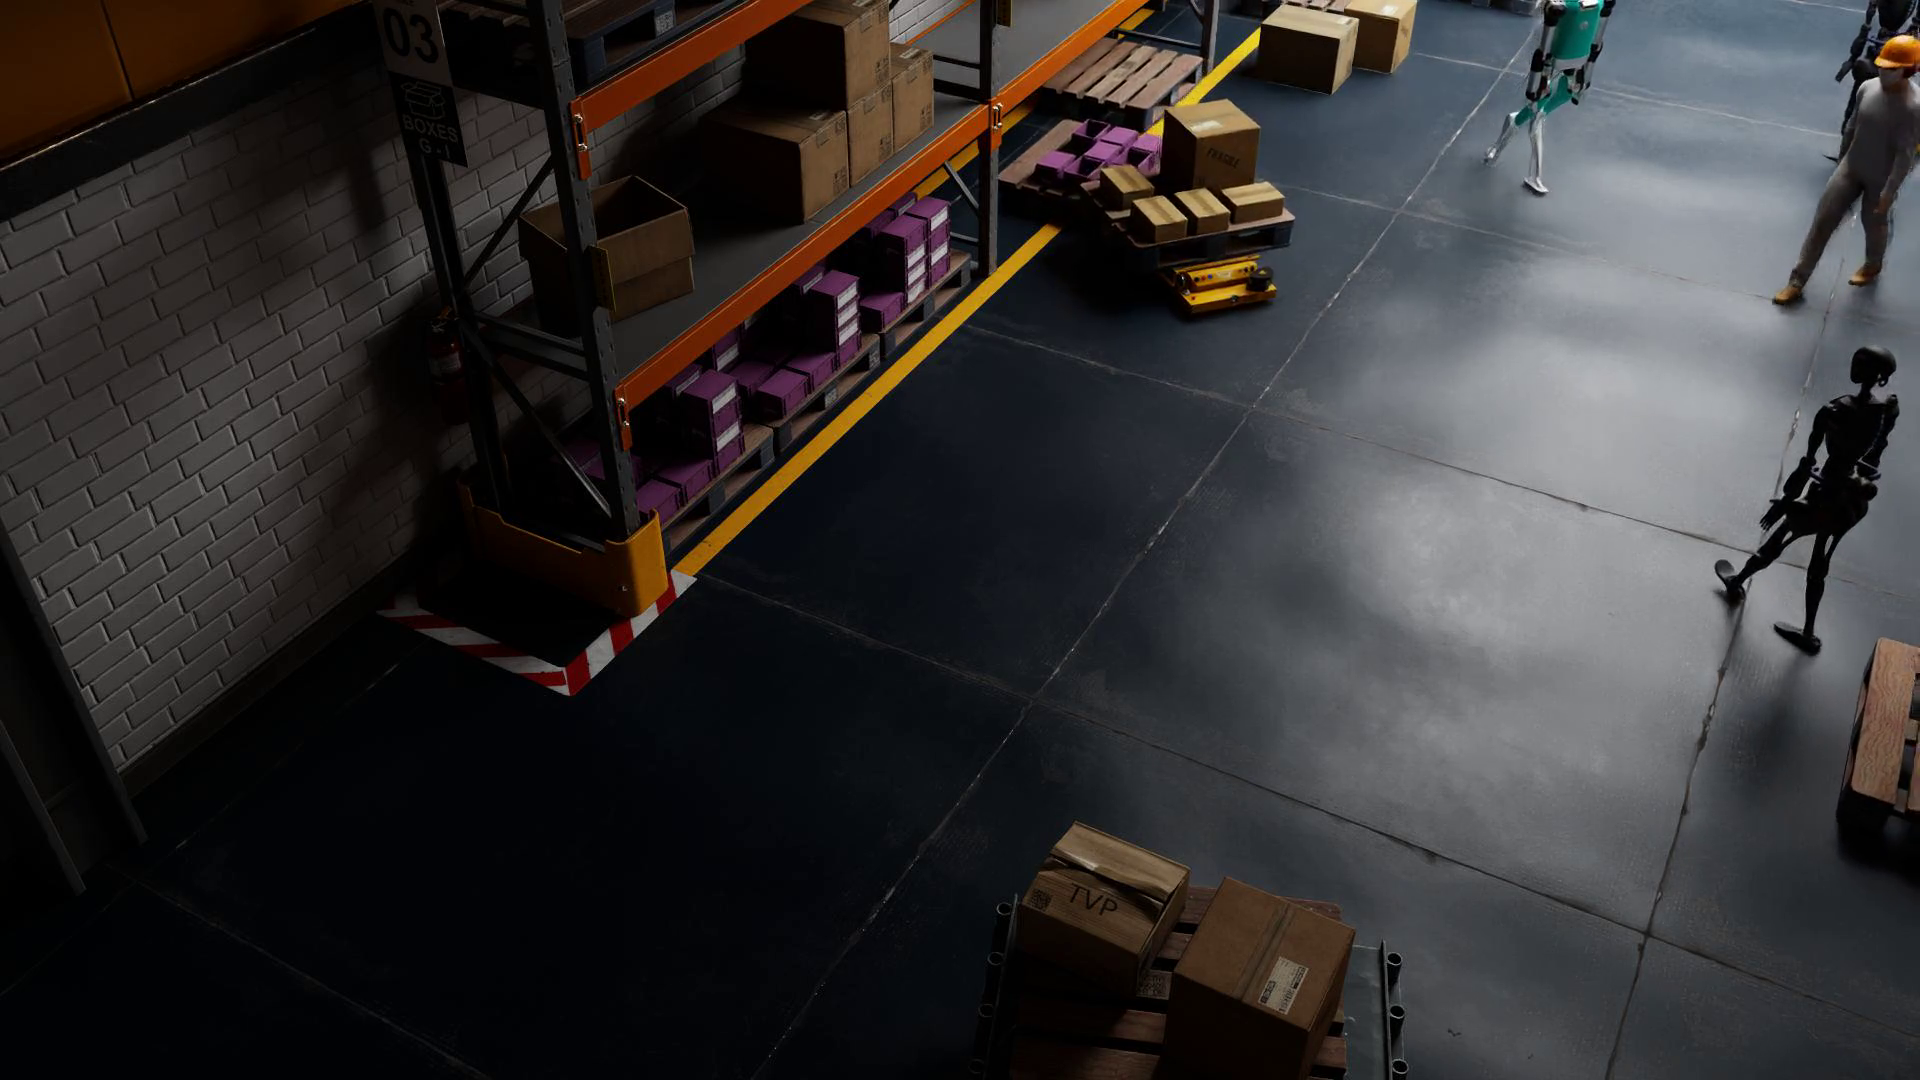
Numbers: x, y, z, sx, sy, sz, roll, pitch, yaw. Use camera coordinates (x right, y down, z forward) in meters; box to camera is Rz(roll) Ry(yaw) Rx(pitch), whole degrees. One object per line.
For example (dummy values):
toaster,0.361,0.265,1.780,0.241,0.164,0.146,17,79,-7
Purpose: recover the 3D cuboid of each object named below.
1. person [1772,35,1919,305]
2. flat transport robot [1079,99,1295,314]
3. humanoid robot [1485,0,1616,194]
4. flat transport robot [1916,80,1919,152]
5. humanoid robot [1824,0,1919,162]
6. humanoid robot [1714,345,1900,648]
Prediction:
person,6.064,-2.457,11.036,0.964,1.850,0.562,-25,45,-27
flat transport robot,1.623,-2.071,11.808,0.659,0.231,1.431,-13,40,-15
humanoid robot,4.306,-3.449,12.404,0.558,1.834,0.886,-10,40,-13
flat transport robot,8.035,-3.471,13.559,0.659,0.231,1.431,28,46,30
humanoid robot,7.027,-3.689,12.705,0.615,1.650,0.334,-12,40,-15
humanoid robot,4.362,-0.257,8.434,0.599,1.629,0.688,-13,41,-16
